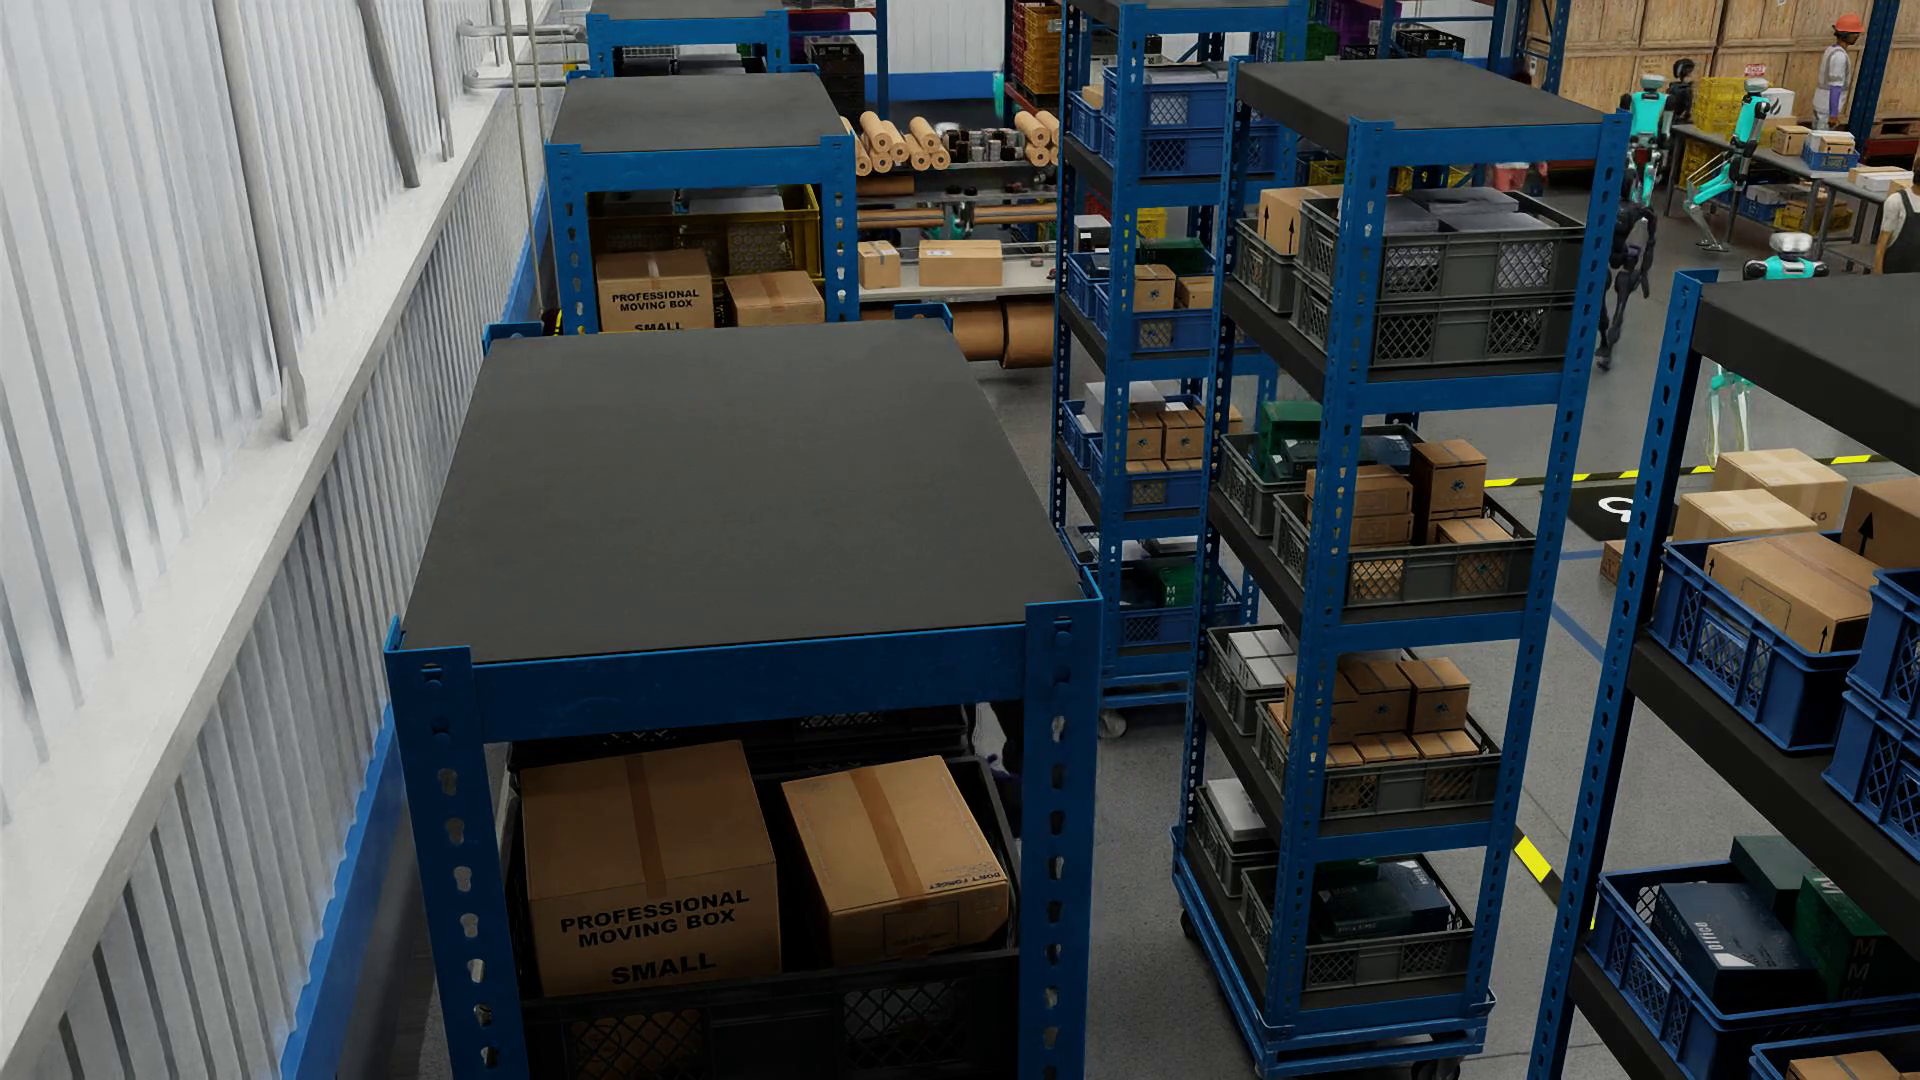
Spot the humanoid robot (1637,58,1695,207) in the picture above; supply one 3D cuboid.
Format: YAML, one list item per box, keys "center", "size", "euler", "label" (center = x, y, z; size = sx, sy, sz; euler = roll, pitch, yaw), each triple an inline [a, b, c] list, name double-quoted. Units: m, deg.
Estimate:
- center: [7.939, -4.485, 18.433]
  size: [0.747, 1.654, 0.601]
  euler: [-1, 25, -3]
  label: "humanoid robot"

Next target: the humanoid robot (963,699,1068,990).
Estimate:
- center: [0.207, 0.953, 6.556]
  size: [0.591, 1.636, 0.656]
  euler: [-13, 28, -26]
  label: "humanoid robot"

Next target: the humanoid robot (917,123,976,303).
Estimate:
- center: [-0.122, -2.902, 14.861]
  size: [0.539, 1.752, 0.935]
  euler: [0, 25, 0]
  label: "humanoid robot"

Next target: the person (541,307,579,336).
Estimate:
- center: [-2.119, -0.384, 9.217]
  size: [0.329, 1.872, 0.508]
  euler: [2, 25, 5]
  label: "person"

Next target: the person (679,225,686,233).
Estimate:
- center: [-2.900, -3.687, 16.397]
  size: [0.508, 1.872, 0.332]
  euler: [7, 26, 14]
  label: "person"

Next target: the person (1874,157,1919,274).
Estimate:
- center: [7.336, -2.096, 12.983]
  size: [0.506, 1.841, 0.351]
  euler: [-7, 26, -15]
  label: "person"

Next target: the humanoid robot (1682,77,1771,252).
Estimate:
- center: [7.497, -3.713, 16.452]
  size: [0.735, 1.677, 0.533]
  euler: [3, 25, 7]
  label: "humanoid robot"

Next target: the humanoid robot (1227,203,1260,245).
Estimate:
- center: [2.590, -2.717, 14.497]
  size: [0.531, 1.802, 0.810]
  euler: [19, 31, 35]
  label: "humanoid robot"

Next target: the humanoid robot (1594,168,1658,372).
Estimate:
- center: [5.290, -2.198, 13.450]
  size: [0.607, 1.624, 0.814]
  euler: [14, 28, 28]
  label: "humanoid robot"

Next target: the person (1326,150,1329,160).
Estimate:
- center: [4.490, -5.062, 19.434]
  size: [0.642, 1.833, 0.432]
  euler: [10, 27, 22]
  label: "person"

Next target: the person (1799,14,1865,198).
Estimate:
- center: [9.849, -4.895, 18.819]
  size: [0.367, 2.044, 0.607]
  euler: [6, 25, 14]
  label: "person"

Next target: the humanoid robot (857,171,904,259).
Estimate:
- center: [-0.692, -2.325, 13.703]
  size: [0.586, 1.664, 0.589]
  euler: [-19, 31, -36]
  label: "humanoid robot"

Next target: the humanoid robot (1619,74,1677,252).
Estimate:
- center: [6.766, -3.633, 16.510]
  size: [0.531, 1.836, 0.799]
  euler: [5, 25, 11]
  label: "humanoid robot"

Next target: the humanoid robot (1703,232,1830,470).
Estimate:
- center: [5.346, -1.311, 11.229]
  size: [0.533, 1.677, 0.735]
  euler: [1, 25, 1]
  label: "humanoid robot"

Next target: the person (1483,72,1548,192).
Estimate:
- center: [5.397, -3.652, 16.329]
  size: [0.595, 1.868, 0.985]
  euler: [-3, 25, -7]
  label: "person"

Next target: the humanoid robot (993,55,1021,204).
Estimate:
- center: [0.739, -4.271, 17.948]
  size: [0.806, 1.879, 0.551]
  euler: [-6, 25, -12]
  label: "humanoid robot"
